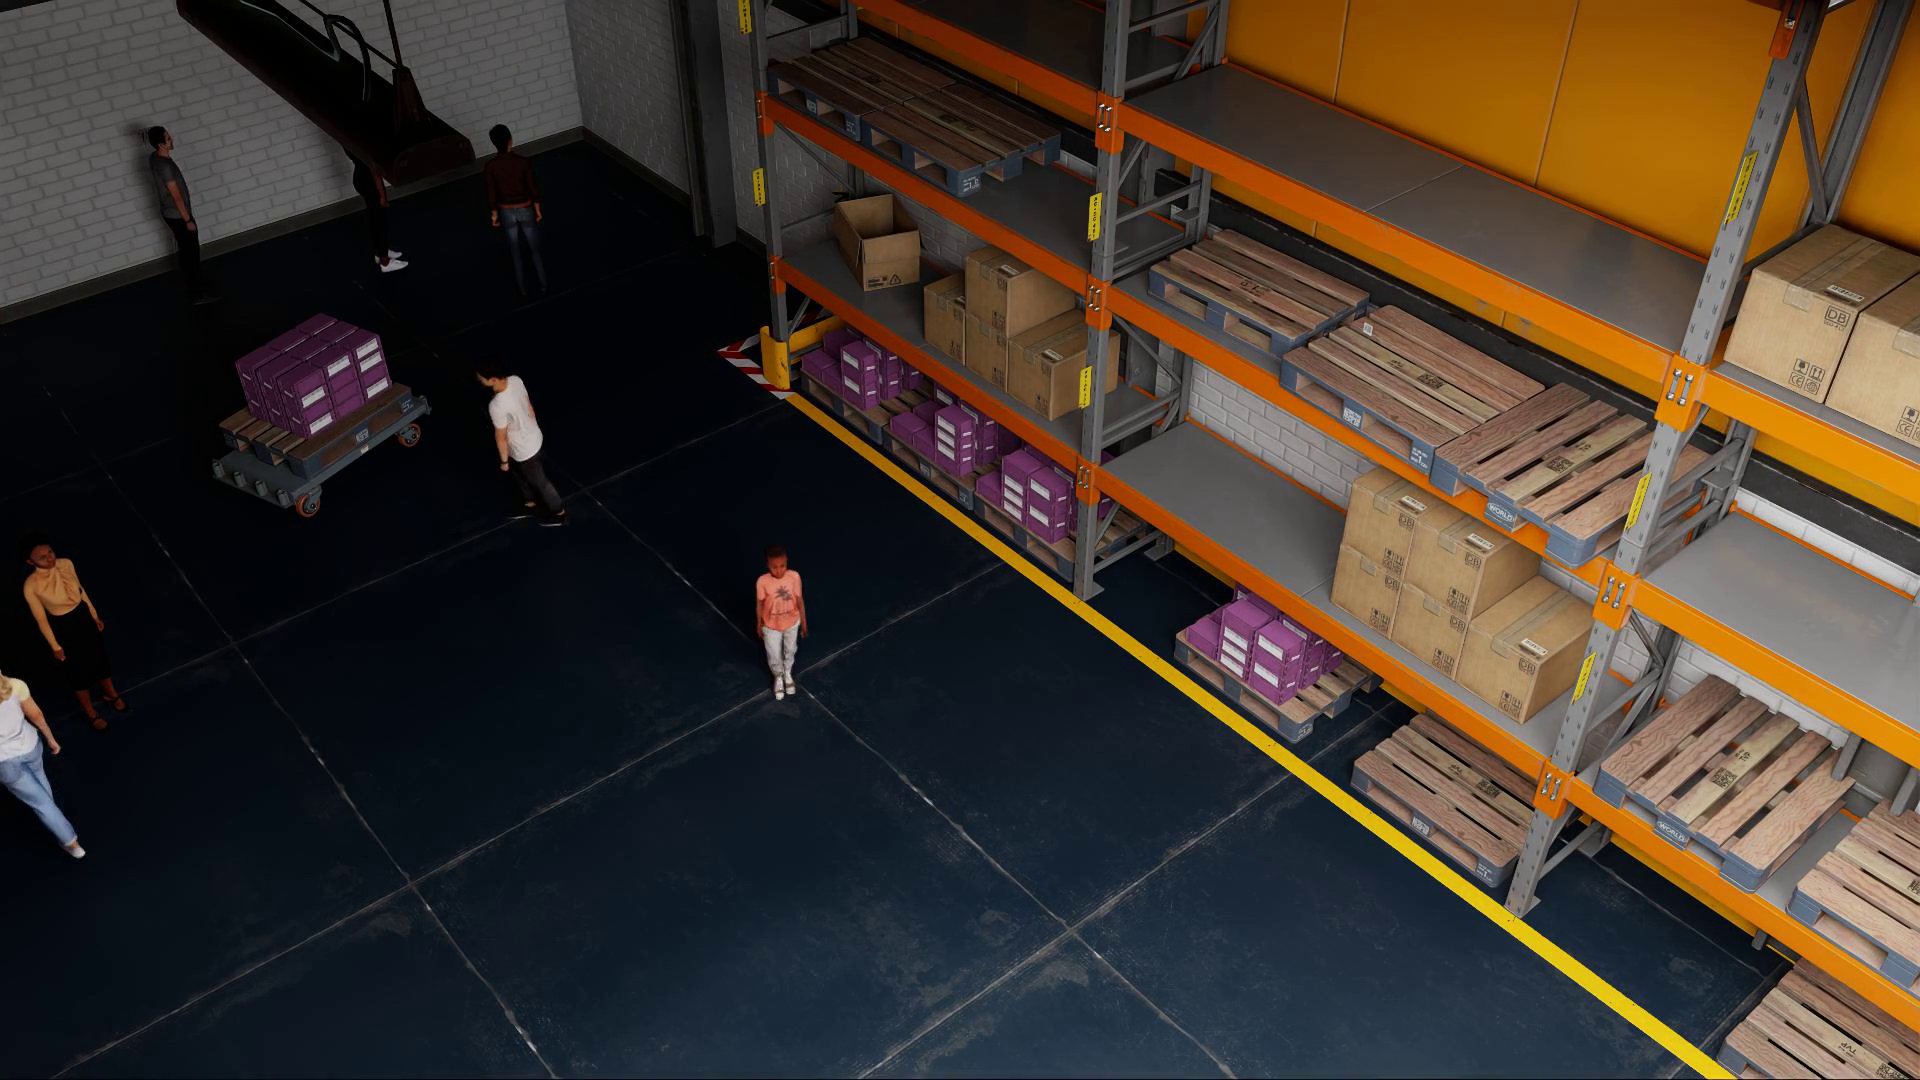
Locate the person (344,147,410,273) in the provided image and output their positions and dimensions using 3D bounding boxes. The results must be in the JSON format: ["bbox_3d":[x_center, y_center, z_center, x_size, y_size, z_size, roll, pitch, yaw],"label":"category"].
[{"bbox_3d":[-5.831,-3.500,16.471,0.655,1.729,0.498,-25,45,-28],"label":"person"}]

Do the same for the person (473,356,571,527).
[{"bbox_3d":[-3.376,-0.767,13.087,0.906,1.682,0.853,4,39,5],"label":"person"}]

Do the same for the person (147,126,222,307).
[{"bbox_3d":[-7.535,-3.144,16.010,0.805,1.748,0.578,-24,44,-27],"label":"person"}]

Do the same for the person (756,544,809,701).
[{"bbox_3d":[-1.283,0.522,11.777,0.582,1.302,0.602,-10,40,-12],"label":"person"}]

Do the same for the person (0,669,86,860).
[{"bbox_3d":[-5.839,1.386,10.375,0.918,1.700,0.752,26,45,28],"label":"person"}]

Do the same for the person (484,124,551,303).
[{"bbox_3d":[-4.251,-3.130,15.968,0.715,1.778,0.674,-10,40,-12],"label":"person"}]

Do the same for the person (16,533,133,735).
[{"bbox_3d":[-6.063,0.625,11.366,0.678,1.653,0.652,12,40,15],"label":"person"}]
